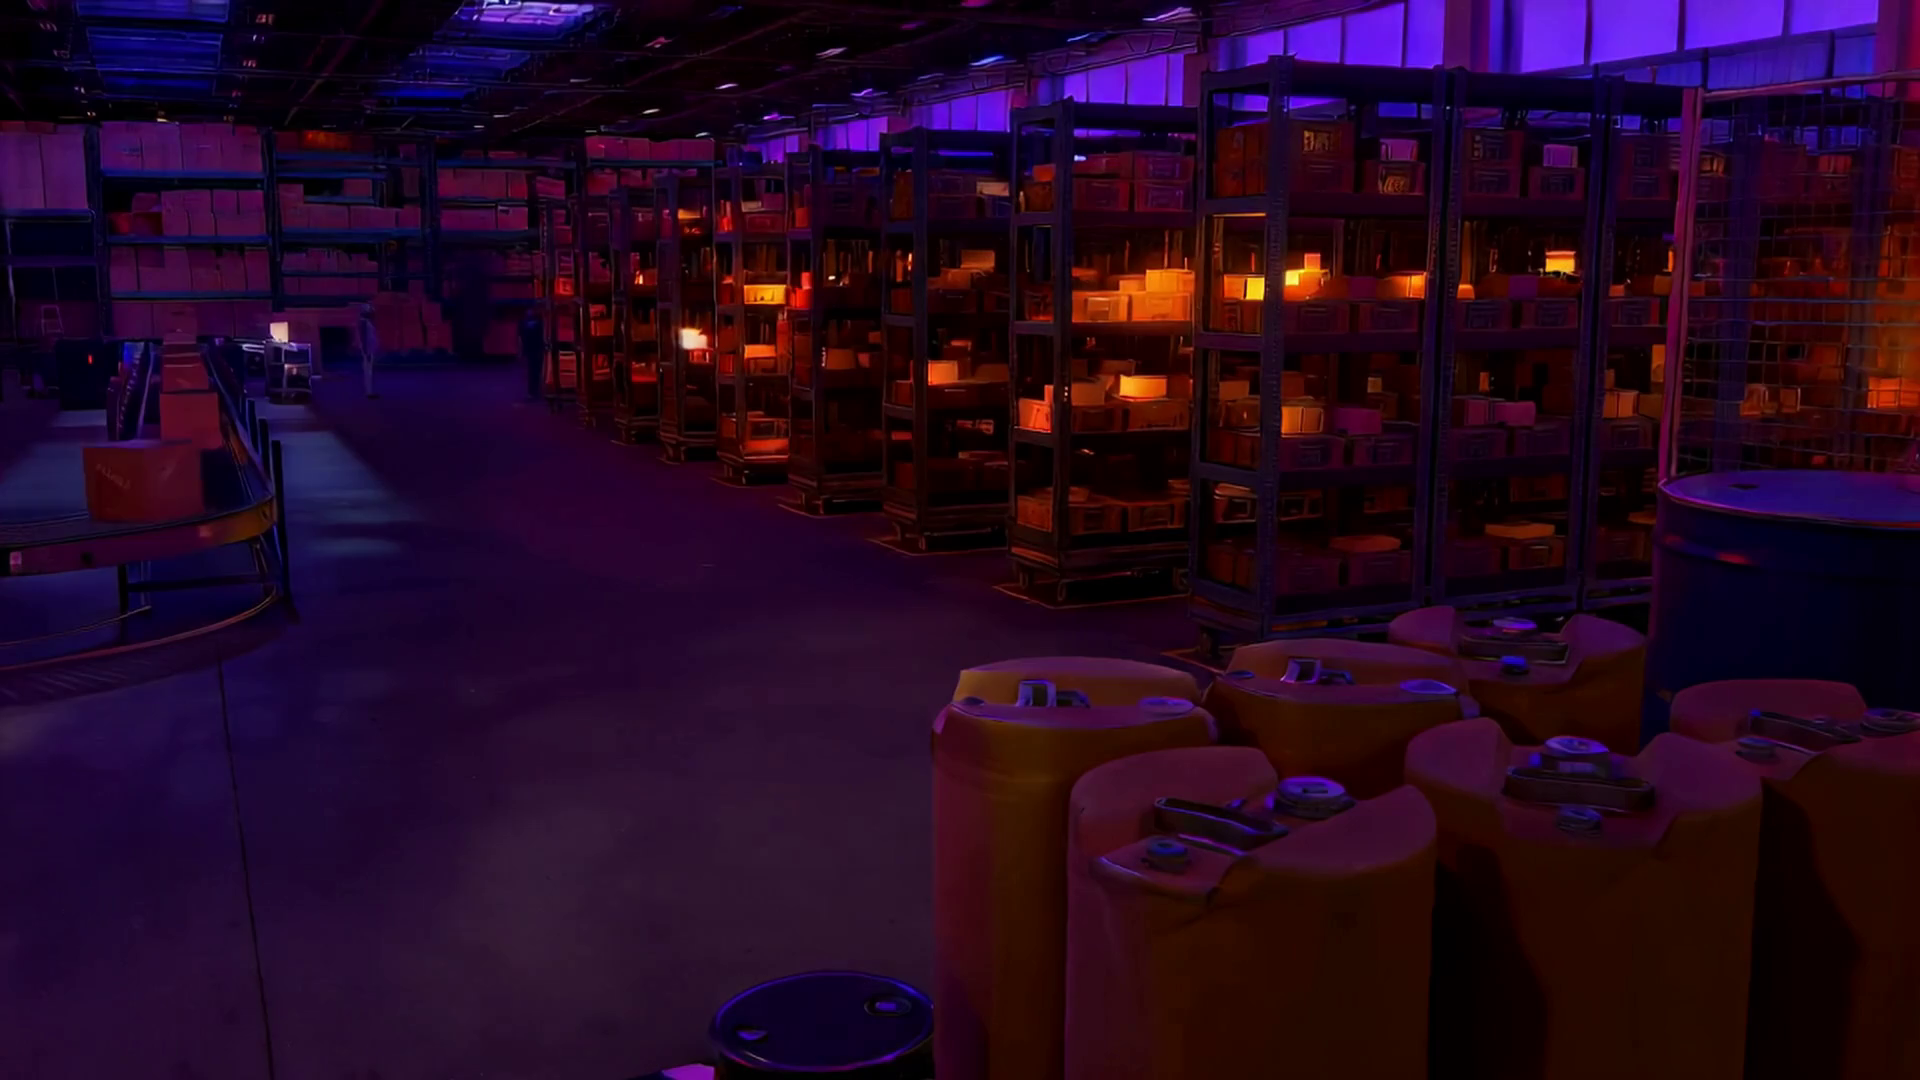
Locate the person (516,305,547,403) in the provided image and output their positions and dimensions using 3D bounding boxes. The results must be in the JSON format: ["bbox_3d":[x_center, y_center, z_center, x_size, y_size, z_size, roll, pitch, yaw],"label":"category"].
[{"bbox_3d":[-7.955,-3.477,30.996,0.578,1.810,0.916,2,9,13],"label":"person"}]

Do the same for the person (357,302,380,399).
[{"bbox_3d":[-11.268,-3.610,31.727,0.404,1.830,0.599,-3,10,-16],"label":"person"}]

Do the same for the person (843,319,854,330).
[{"bbox_3d":[-2.688,-4.631,37.853,0.638,1.903,0.409,-8,12,-40],"label":"person"}]

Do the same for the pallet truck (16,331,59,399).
[{"bbox_3d":[-17.082,-3.353,31.781,1.630,1.274,0.653,-4,10,-25],"label":"pallet truck"}]

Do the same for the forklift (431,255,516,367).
[{"bbox_3d":[-12.404,-5.848,42.367,1.129,2.768,1.873,8,12,40],"label":"forklift"}]

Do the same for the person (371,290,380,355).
[{"bbox_3d":[-16.723,-6.209,47.668,0.395,1.890,0.698,2,9,13],"label":"person"}]

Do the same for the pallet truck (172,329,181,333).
[{"bbox_3d":[-17.275,-3.851,35.096,1.601,1.201,0.680,0,9,1],"label":"pallet truck"}]
